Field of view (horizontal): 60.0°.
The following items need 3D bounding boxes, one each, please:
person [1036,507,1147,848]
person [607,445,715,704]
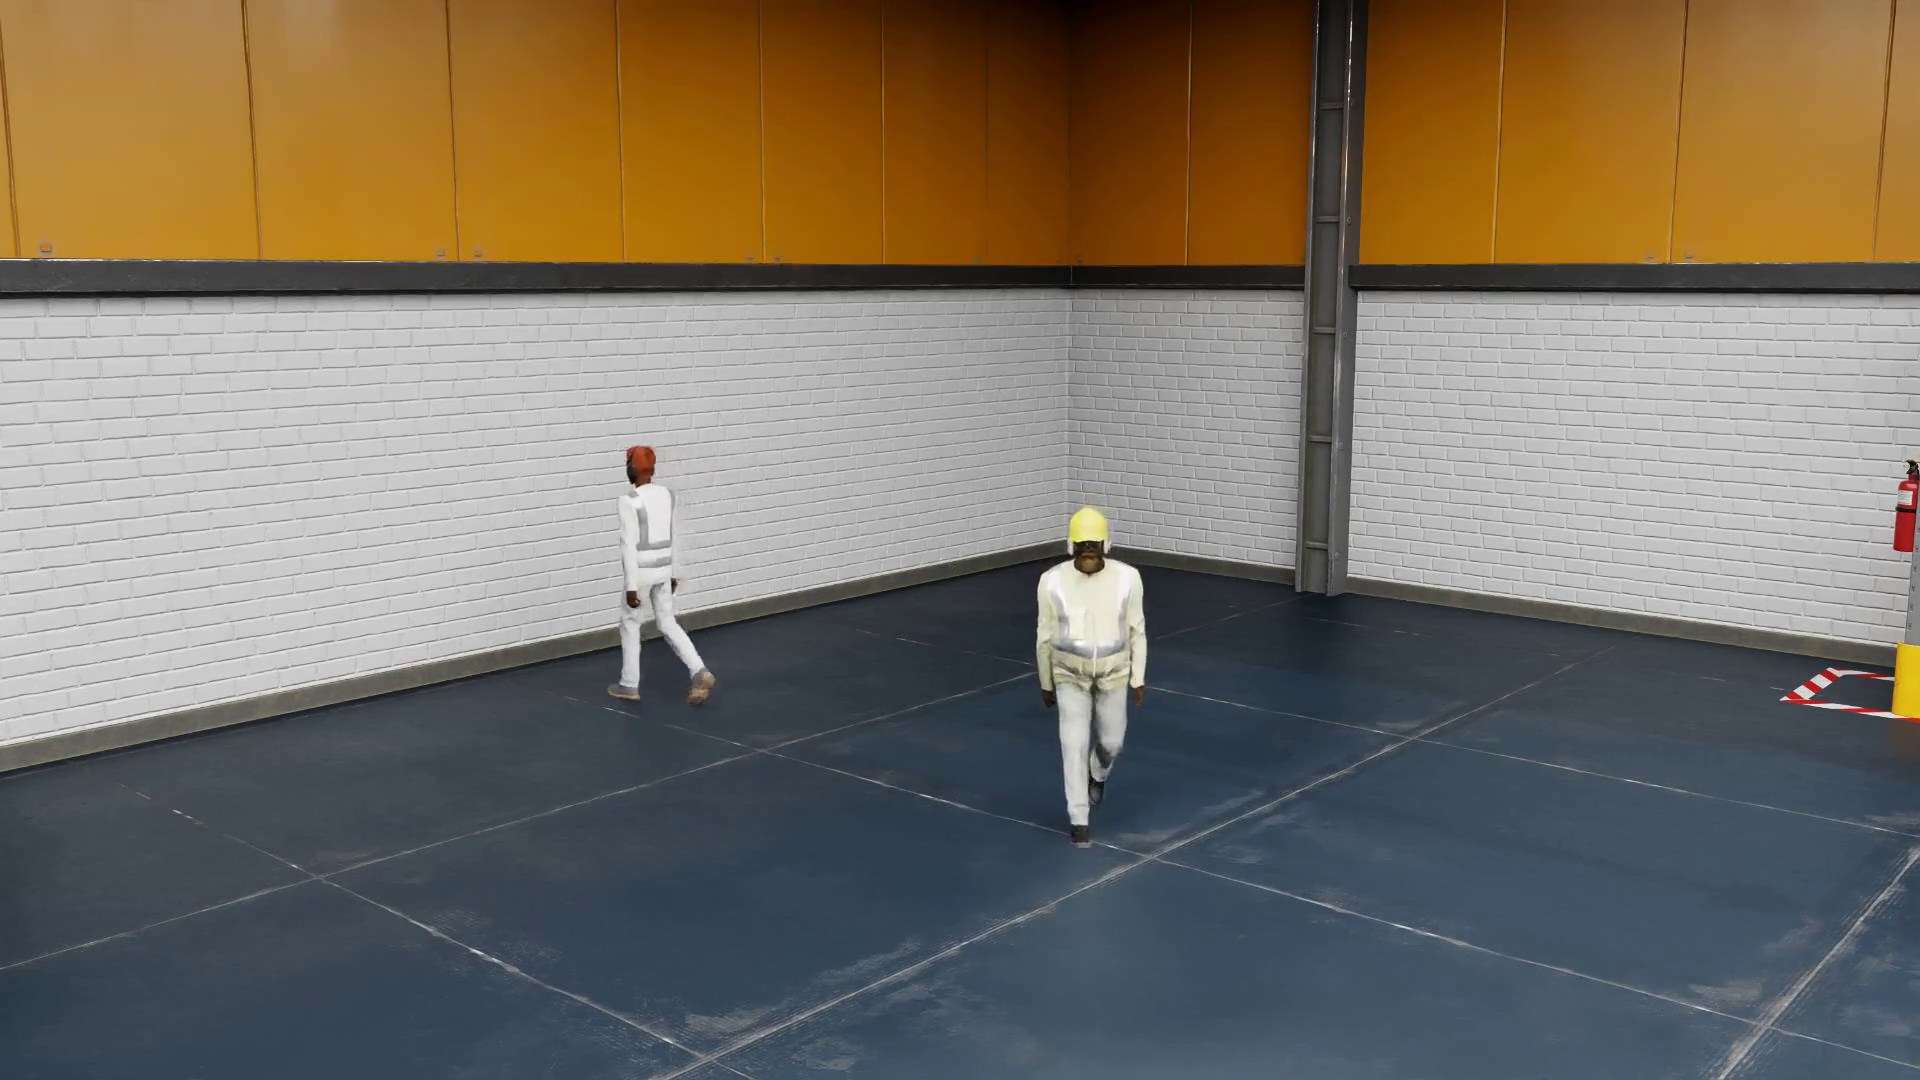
[{"bbox_3d":[0.702,0.699,9.034,0.593,1.813,0.722,0,9,-2],"label":"person"},{"bbox_3d":[-2.135,0.253,11.741,0.878,1.856,0.583,6,11,32],"label":"person"}]
